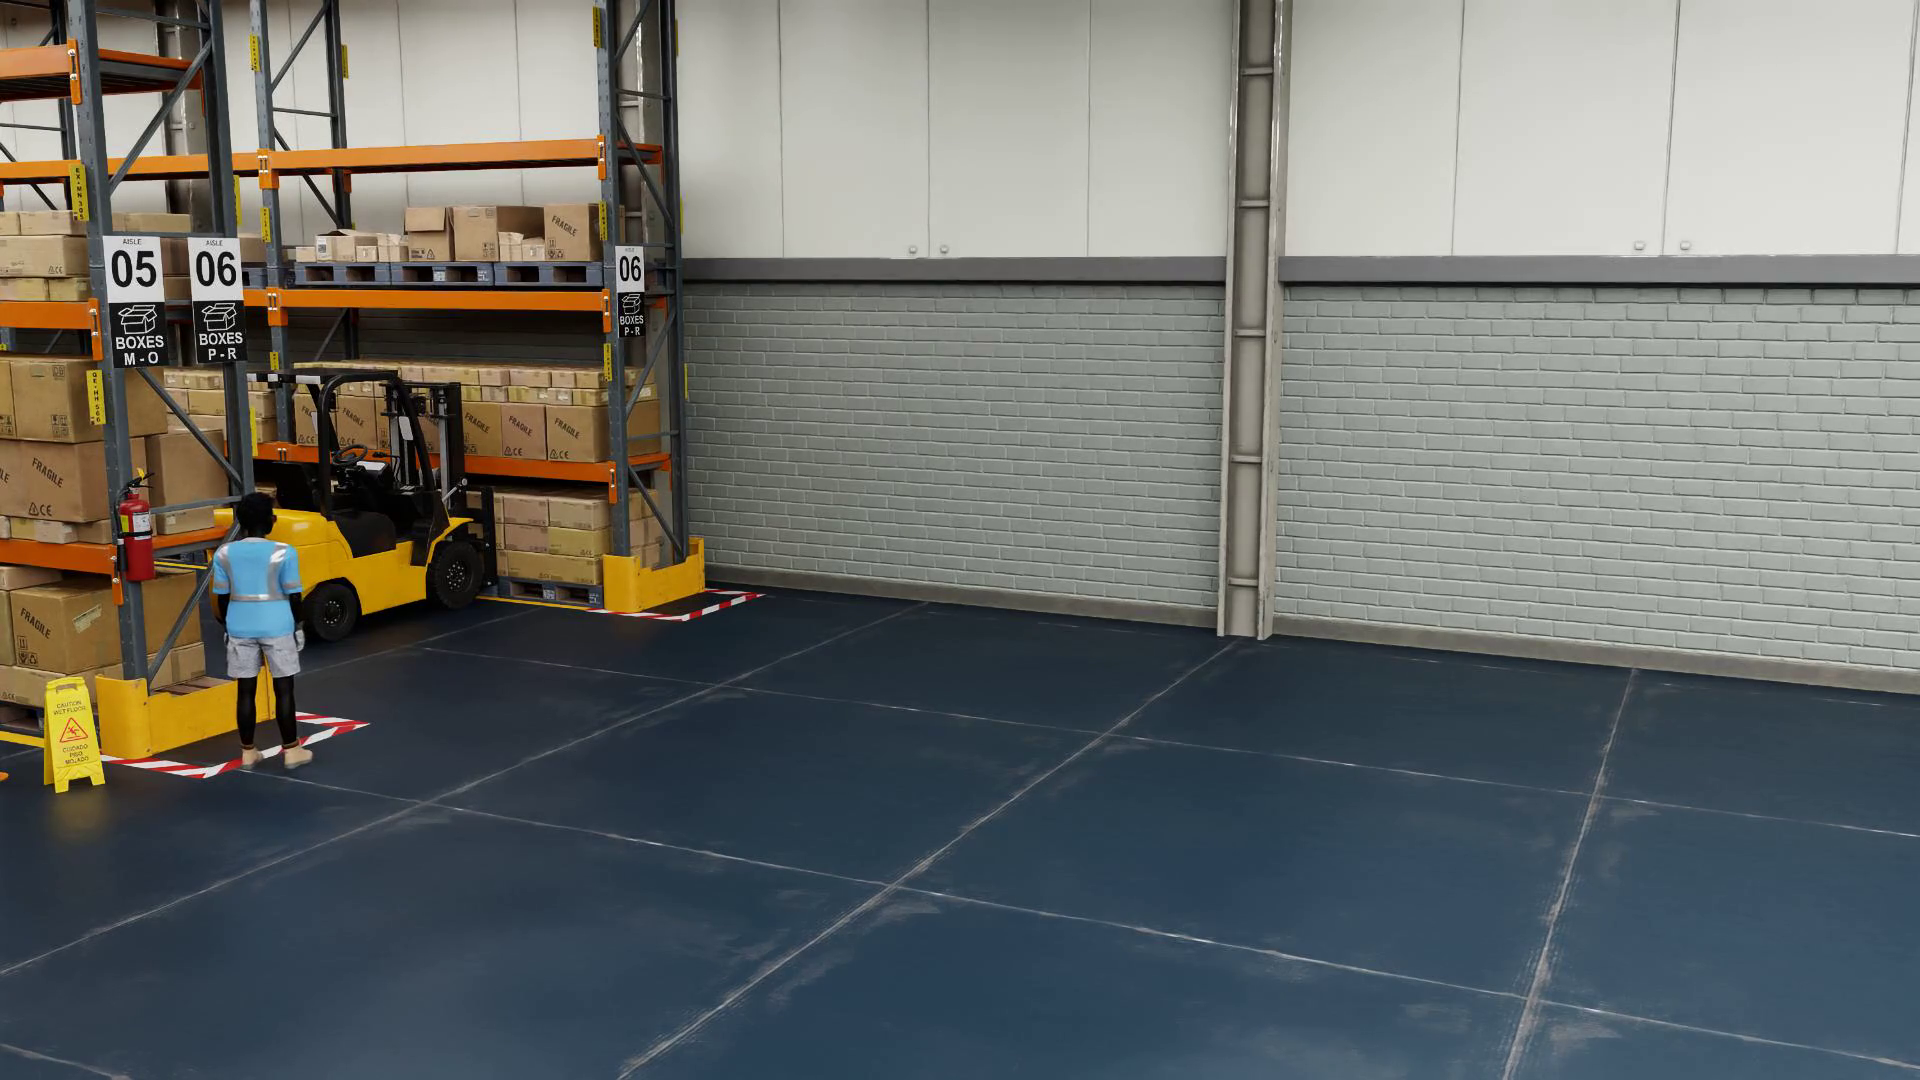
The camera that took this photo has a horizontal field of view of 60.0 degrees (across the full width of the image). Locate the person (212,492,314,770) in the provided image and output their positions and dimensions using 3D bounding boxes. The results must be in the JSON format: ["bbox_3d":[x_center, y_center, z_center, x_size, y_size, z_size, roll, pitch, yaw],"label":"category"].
[{"bbox_3d":[-4.229,0.552,10.081,0.537,1.699,0.321,0,9,1],"label":"person"}]
